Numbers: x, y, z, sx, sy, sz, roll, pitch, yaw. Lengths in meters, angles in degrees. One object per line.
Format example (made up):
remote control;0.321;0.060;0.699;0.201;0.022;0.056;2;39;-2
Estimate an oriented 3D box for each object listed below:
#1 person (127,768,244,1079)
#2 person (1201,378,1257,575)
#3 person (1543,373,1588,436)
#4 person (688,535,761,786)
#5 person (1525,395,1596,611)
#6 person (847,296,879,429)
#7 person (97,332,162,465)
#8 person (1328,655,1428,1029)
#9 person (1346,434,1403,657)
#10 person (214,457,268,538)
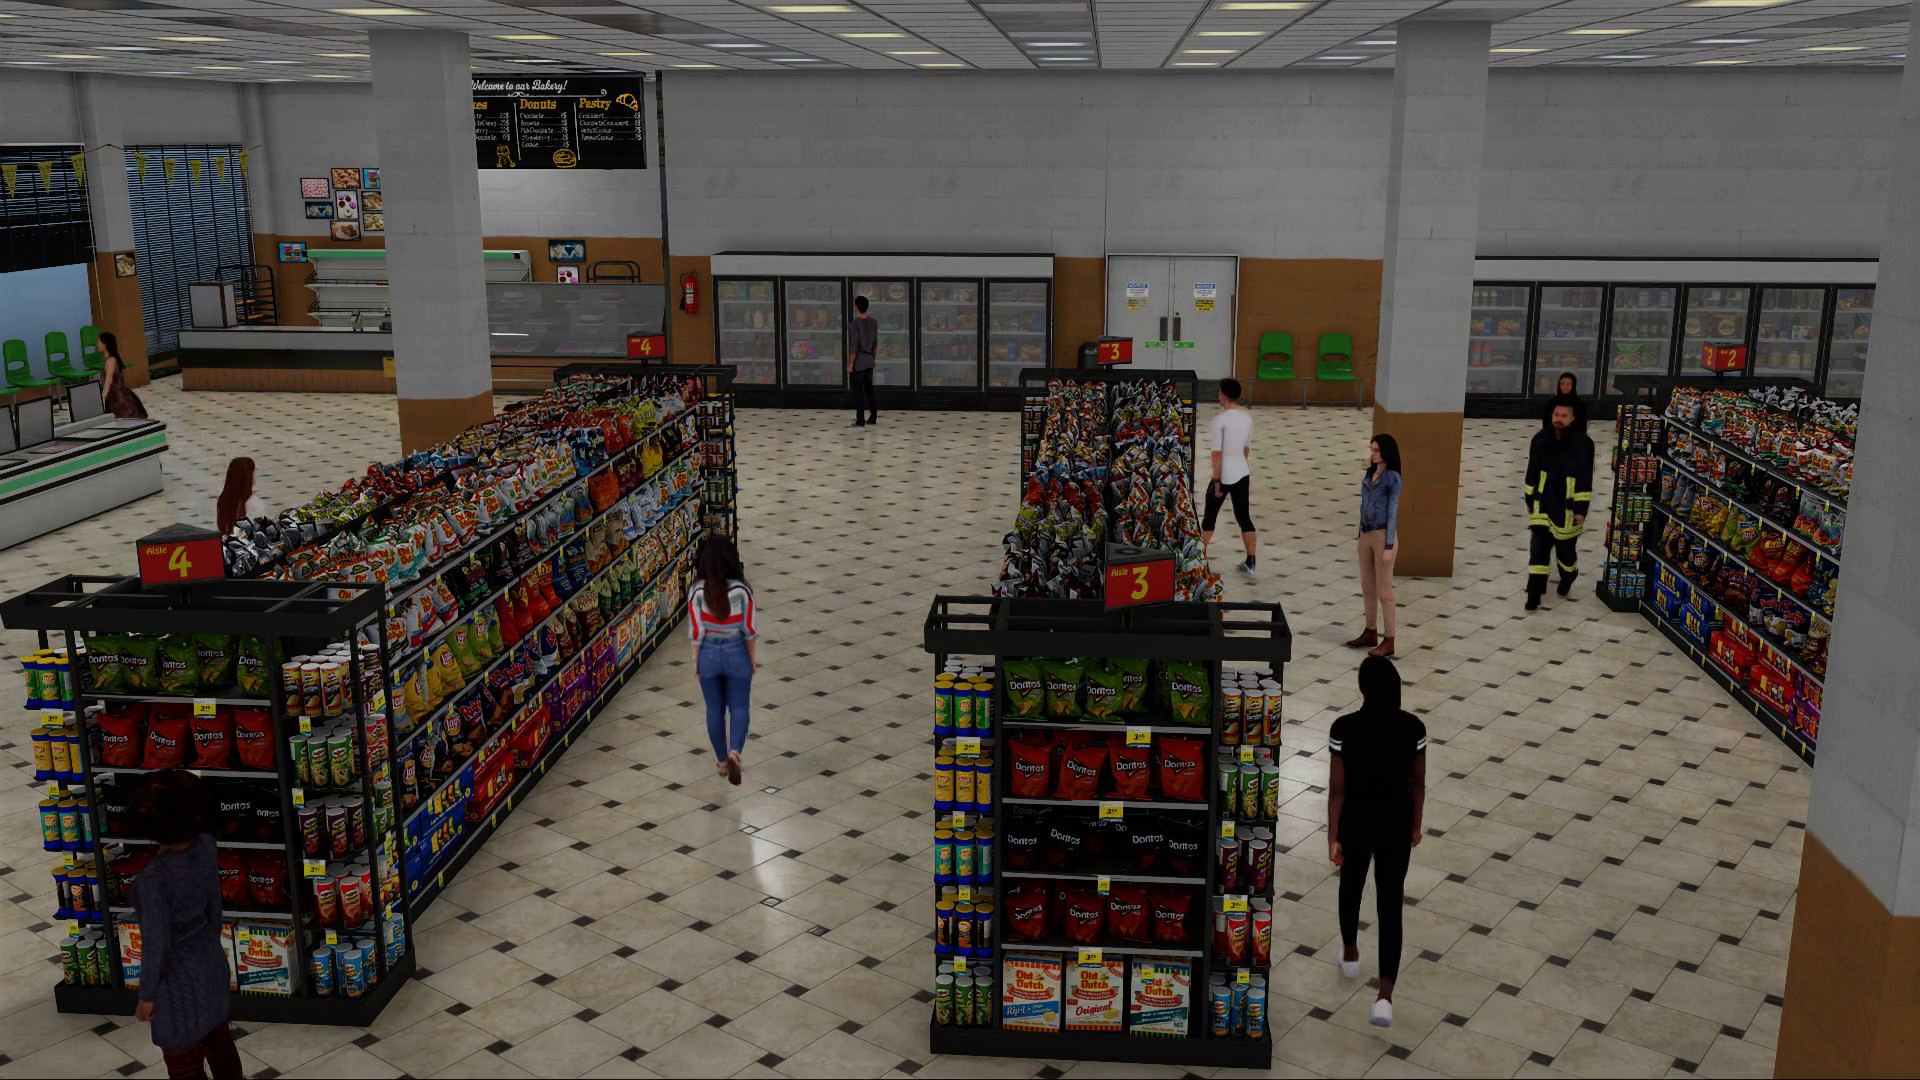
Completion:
person;-2.968;1.697;6.416;0.667;1.711;0.479;3;14;12
person;2.579;-0.549;15.480;1.140;1.804;1.313;-8;16;-30
person;6.434;-0.974;17.671;0.777;1.598;1.161;5;14;18
person;-1.489;0.780;10.439;0.695;1.597;0.956;-1;14;-5
person;5.264;-0.335;14.549;1.063;1.827;1.272;8;16;30
person;-1.375;-2.522;23.508;0.806;1.854;0.699;12;18;40
person;-9.970;-1.580;19.919;1.108;1.716;1.178;-7;15;-28
person;1.932;1.400;7.678;0.680;1.694;1.167;3;14;10
person;3.318;0.031;13.155;0.735;1.773;0.620;-5;14;-19
person;-5.276;0.286;12.166;0.738;1.744;0.781;6;15;25
